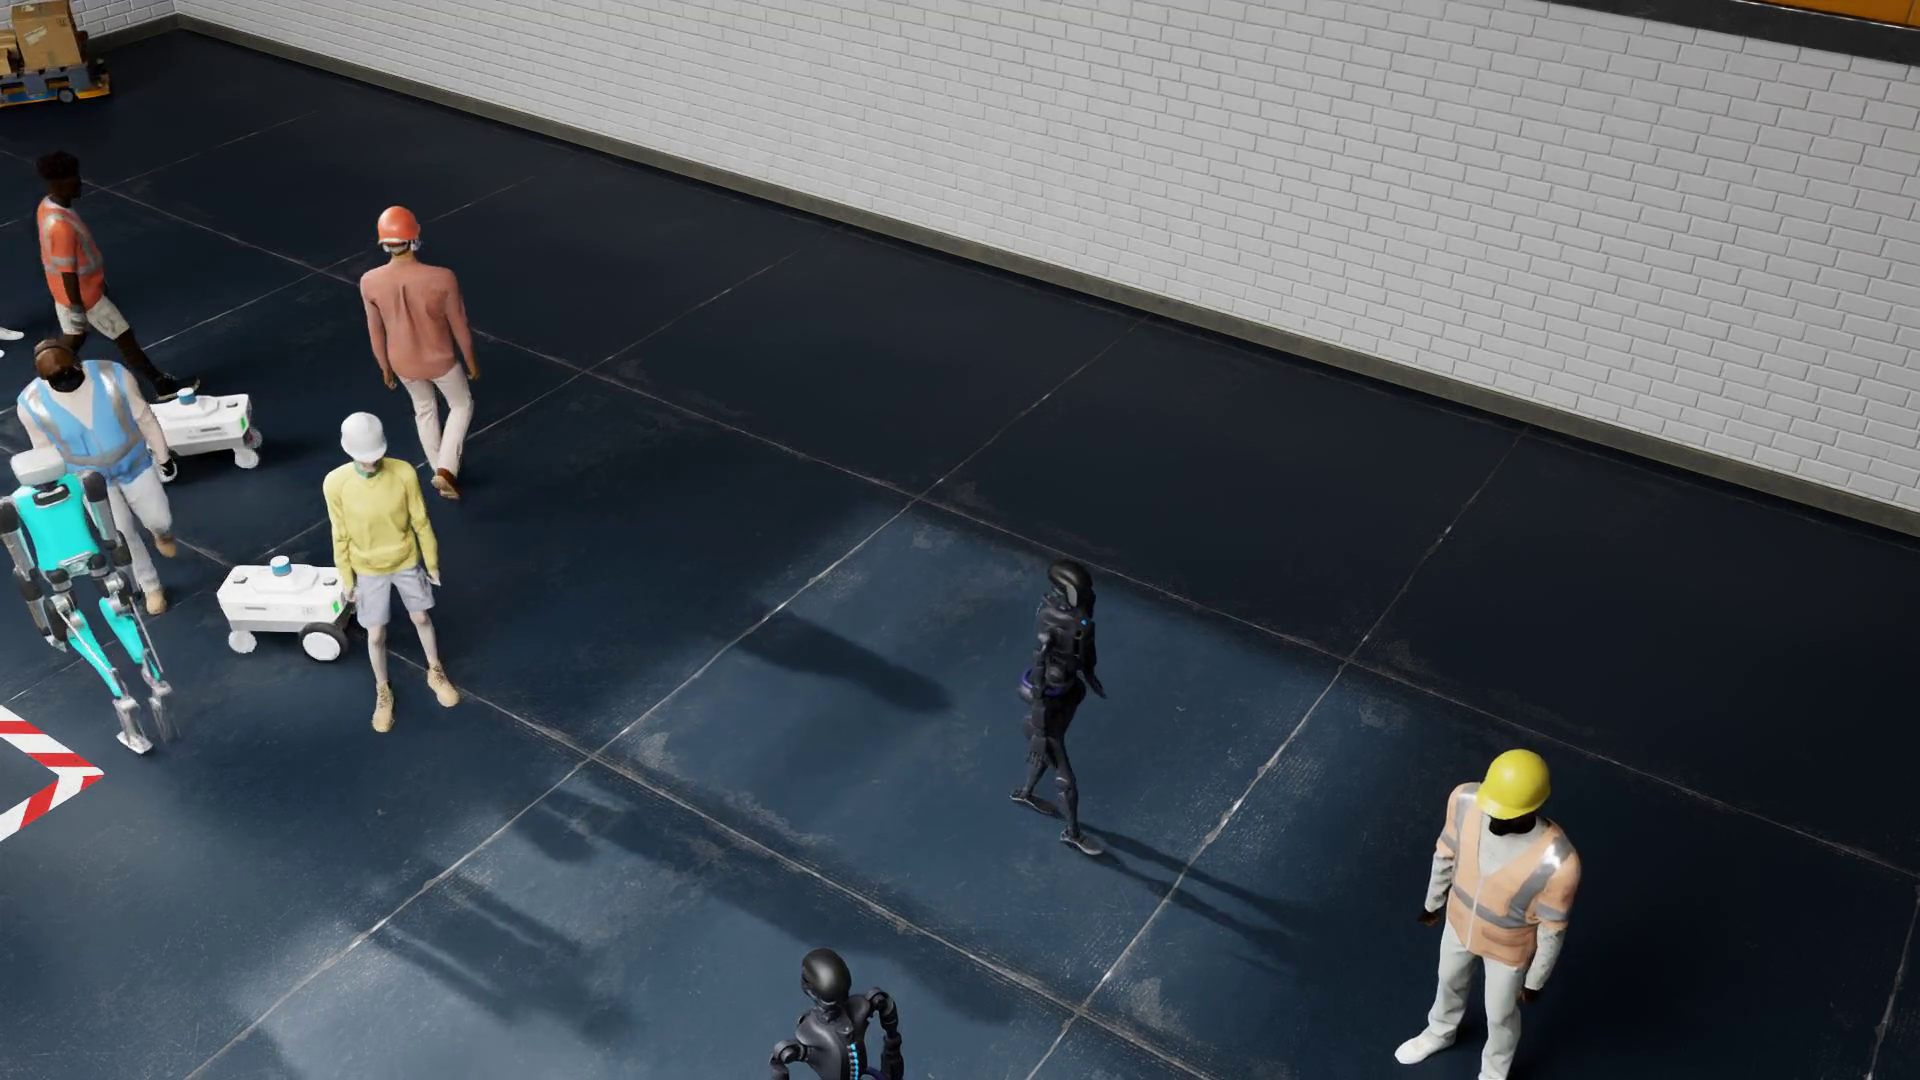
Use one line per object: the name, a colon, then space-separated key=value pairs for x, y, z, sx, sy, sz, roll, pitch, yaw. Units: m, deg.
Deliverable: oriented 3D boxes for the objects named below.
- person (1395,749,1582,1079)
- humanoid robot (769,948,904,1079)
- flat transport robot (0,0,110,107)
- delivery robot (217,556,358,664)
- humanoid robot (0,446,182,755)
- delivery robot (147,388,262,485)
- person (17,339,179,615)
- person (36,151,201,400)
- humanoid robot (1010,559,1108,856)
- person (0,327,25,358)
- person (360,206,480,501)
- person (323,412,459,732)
person: x=2.089 y=1.558 z=6.610 sx=0.418 sy=1.913 sz=0.597 roll=-23 pitch=41 yaw=-29
humanoid robot: x=-0.427 y=2.115 z=6.012 sx=0.612 sy=1.648 sz=0.329 roll=-25 pitch=42 yaw=-31
flat transport robot: x=-9.390 y=-4.584 z=16.814 sx=1.431 sy=0.231 sz=0.659 roll=-14 pitch=37 yaw=-19
delivery robot: x=-3.782 y=0.370 z=9.503 sx=0.789 sy=0.614 sz=0.499 roll=1 pitch=35 yaw=2
humanoid robot: x=-4.316 y=0.444 z=8.410 sx=0.555 sy=1.852 sz=0.728 roll=-29 pitch=44 yaw=-35
delivery robot: x=-5.102 y=-0.718 z=11.054 sx=0.792 sy=0.611 sz=0.499 roll=-8 pitch=36 yaw=-12
person: x=-4.881 y=-0.418 z=9.521 sx=0.672 sy=1.807 sz=0.615 roll=-18 pitch=39 yaw=-24
person: x=-5.959 y=-1.718 z=11.299 sx=1.002 sy=1.902 sz=0.606 roll=-23 pitch=41 yaw=-29
humanoid robot: x=0.515 y=0.760 z=7.962 sx=0.611 sy=1.641 sz=0.591 roll=19 pitch=39 yaw=25
person: x=-7.286 y=-2.228 z=12.050 sx=0.327 sy=1.873 sz=0.516 roll=2 pitch=35 yaw=2
person: x=-3.339 y=-1.110 z=10.362 sx=0.623 sy=1.973 sz=0.600 roll=1 pitch=35 yaw=1
person: x=-2.985 y=0.130 z=8.686 sx=0.516 sy=1.881 sz=0.429 roll=-14 pitch=37 yaw=-19
